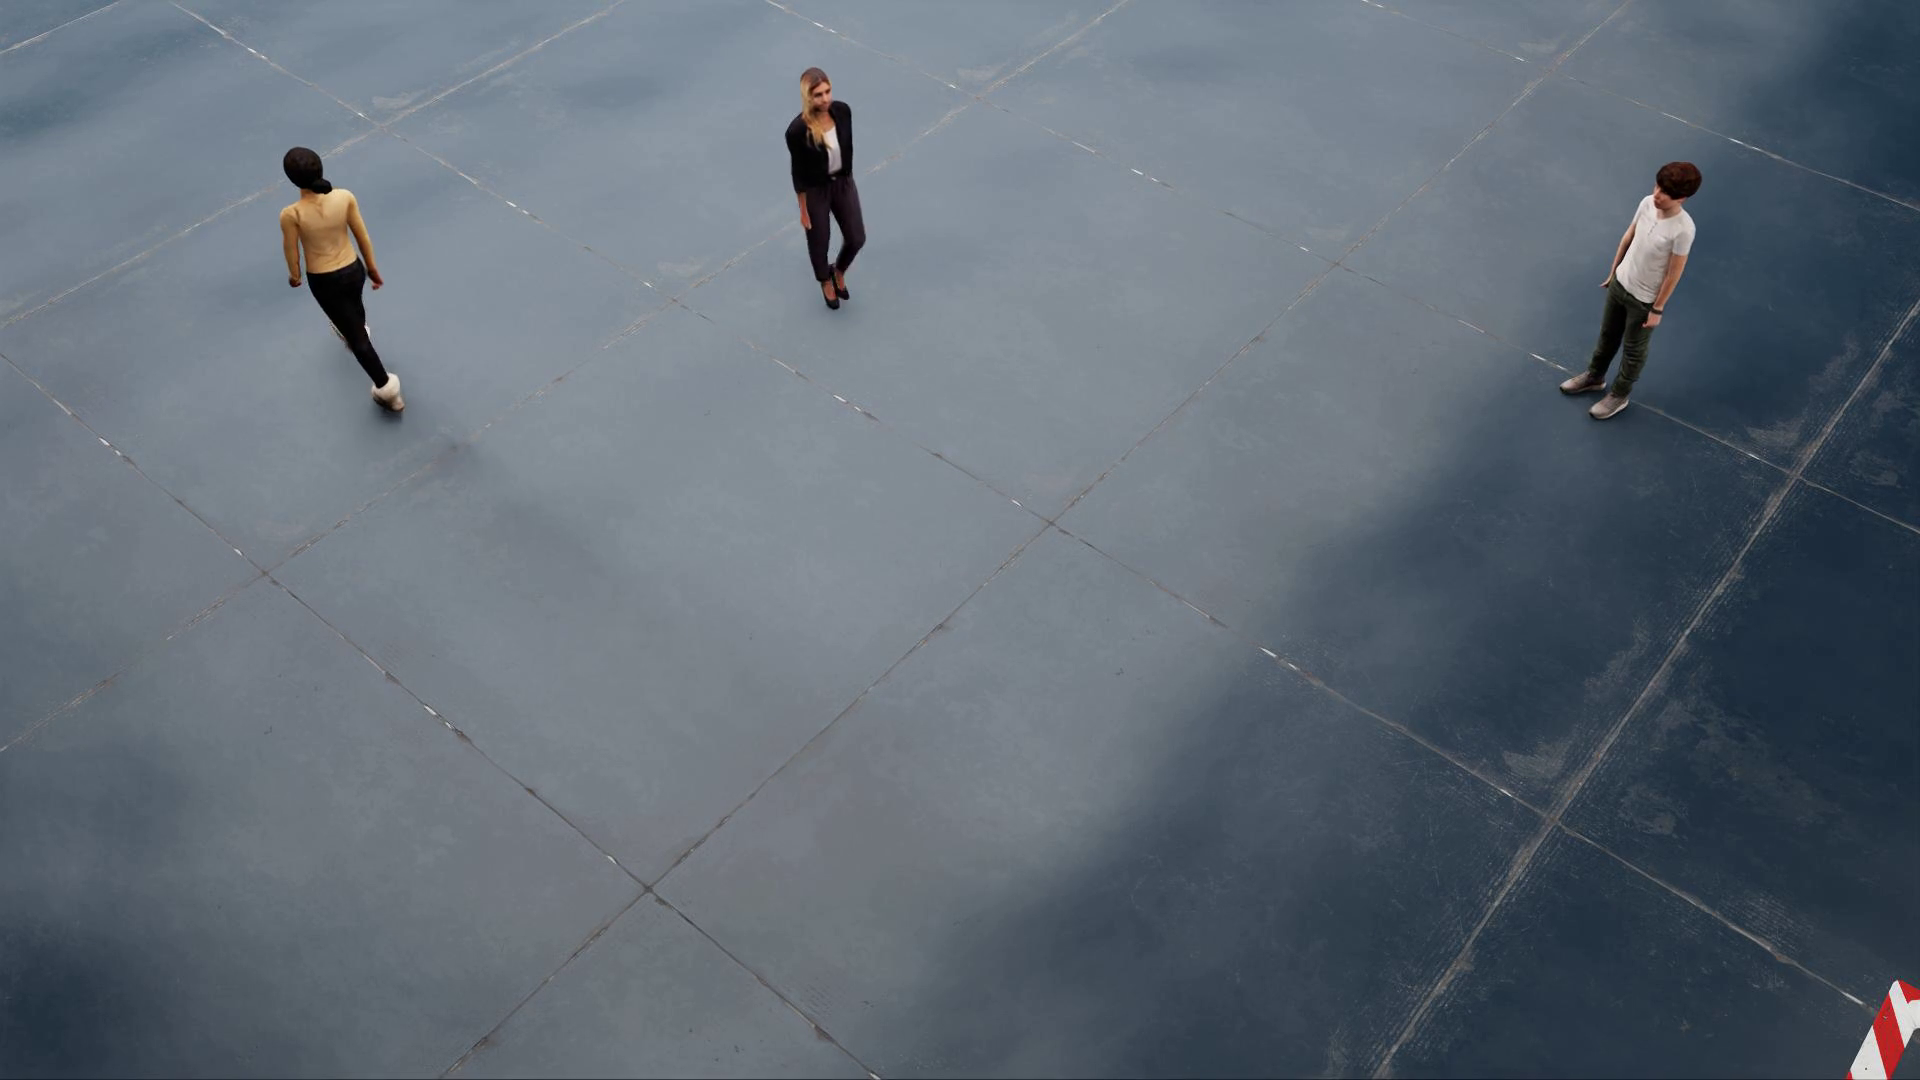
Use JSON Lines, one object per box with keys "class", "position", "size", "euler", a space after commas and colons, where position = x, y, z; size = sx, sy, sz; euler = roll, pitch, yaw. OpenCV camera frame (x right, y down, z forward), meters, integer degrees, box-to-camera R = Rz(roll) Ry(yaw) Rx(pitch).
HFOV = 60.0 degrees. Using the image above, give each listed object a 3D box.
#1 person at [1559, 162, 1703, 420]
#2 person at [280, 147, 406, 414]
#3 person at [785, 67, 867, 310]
{"class": "person", "position": [3.772, -1.387, 9.221], "size": [0.715, 1.654, 0.610], "euler": [-19, 50, -16]}
{"class": "person", "position": [-3.428, -1.412, 9.270], "size": [0.674, 1.615, 1.140], "euler": [-35, 56, -28]}
{"class": "person", "position": [-0.838, -2.079, 9.857], "size": [0.673, 1.660, 0.670], "euler": [-25, 52, -21]}
